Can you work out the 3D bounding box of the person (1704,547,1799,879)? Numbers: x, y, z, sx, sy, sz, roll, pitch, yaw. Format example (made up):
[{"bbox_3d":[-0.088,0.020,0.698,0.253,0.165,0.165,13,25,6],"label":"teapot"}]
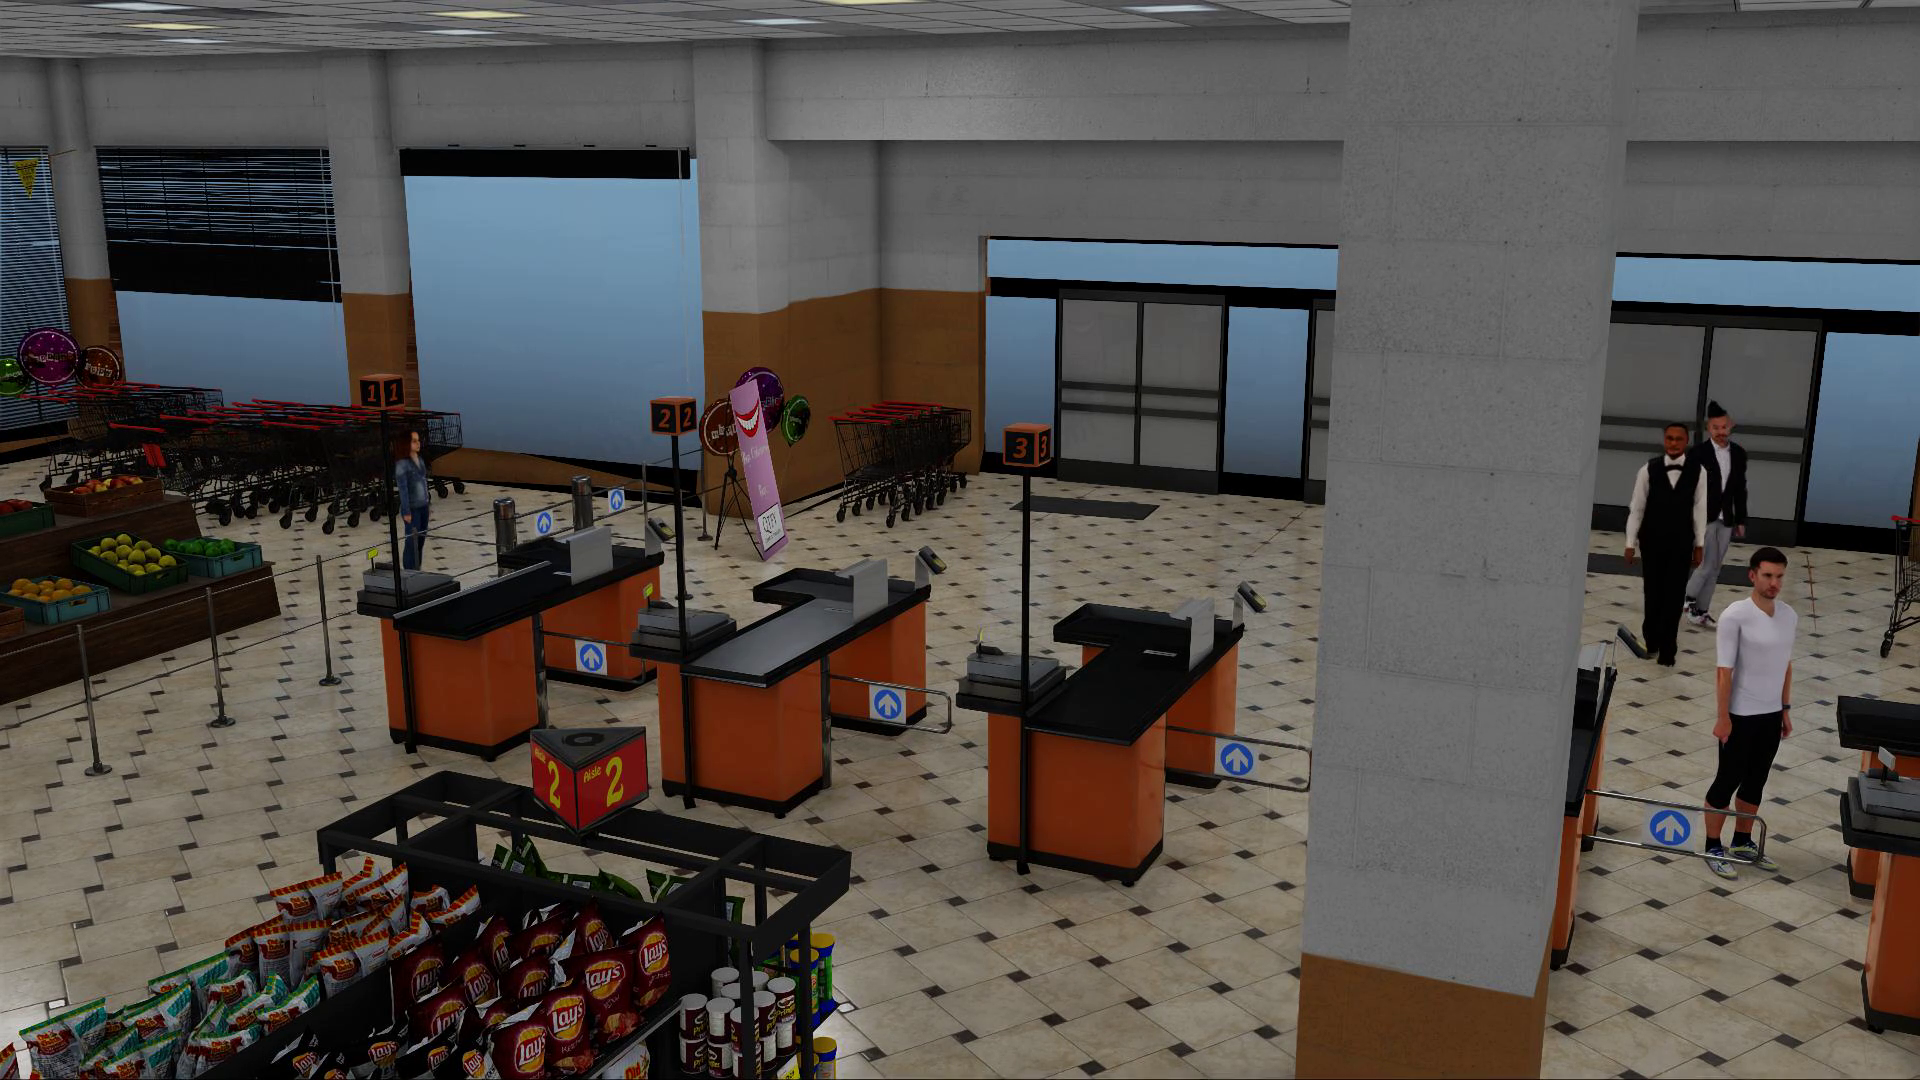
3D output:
[{"bbox_3d":[4.414,0.941,9.291,0.743,1.851,0.801,-5,14,-19],"label":"person"}]

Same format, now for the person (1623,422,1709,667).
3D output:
[{"bbox_3d":[5.550,0.011,13.057,0.725,1.884,1.082,6,15,23],"label":"person"}]

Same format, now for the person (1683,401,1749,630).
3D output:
[{"bbox_3d":[6.197,-0.216,13.885,0.879,1.936,0.912,-3,14,-13],"label":"person"}]

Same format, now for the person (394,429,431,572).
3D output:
[{"bbox_3d":[-4.972,-0.284,15.141,0.682,1.475,0.522,2,14,8],"label":"person"}]
